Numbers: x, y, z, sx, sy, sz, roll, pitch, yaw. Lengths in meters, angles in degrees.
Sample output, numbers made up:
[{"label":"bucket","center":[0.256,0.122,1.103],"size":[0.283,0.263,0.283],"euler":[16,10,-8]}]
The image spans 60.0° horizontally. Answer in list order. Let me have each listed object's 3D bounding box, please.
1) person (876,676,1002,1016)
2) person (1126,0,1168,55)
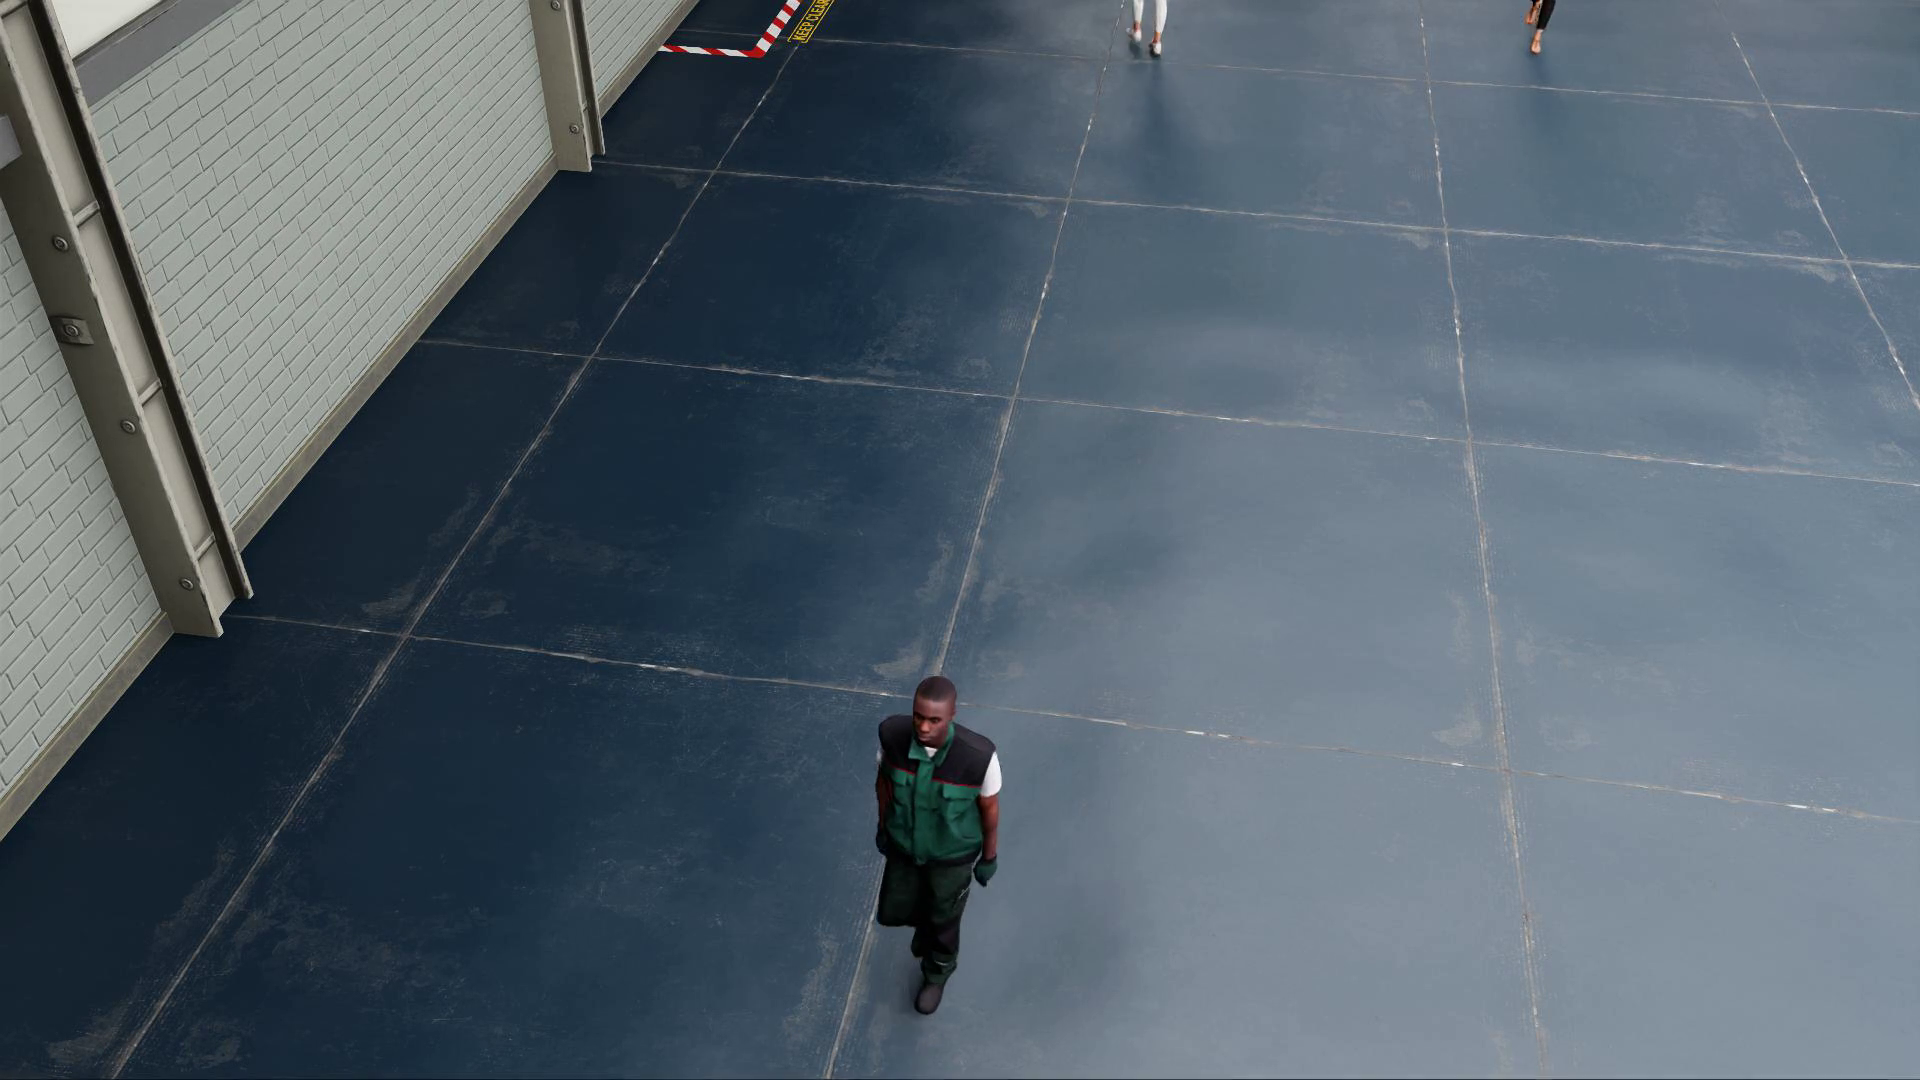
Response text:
[{"label":"person","center":[-0.087,1.209,6.979],"size":[0.740,1.832,0.784],"euler":[12,40,14]},{"label":"person","center":[1.838,-5.385,15.527],"size":[0.780,1.685,0.912],"euler":[-6,38,-8]}]
